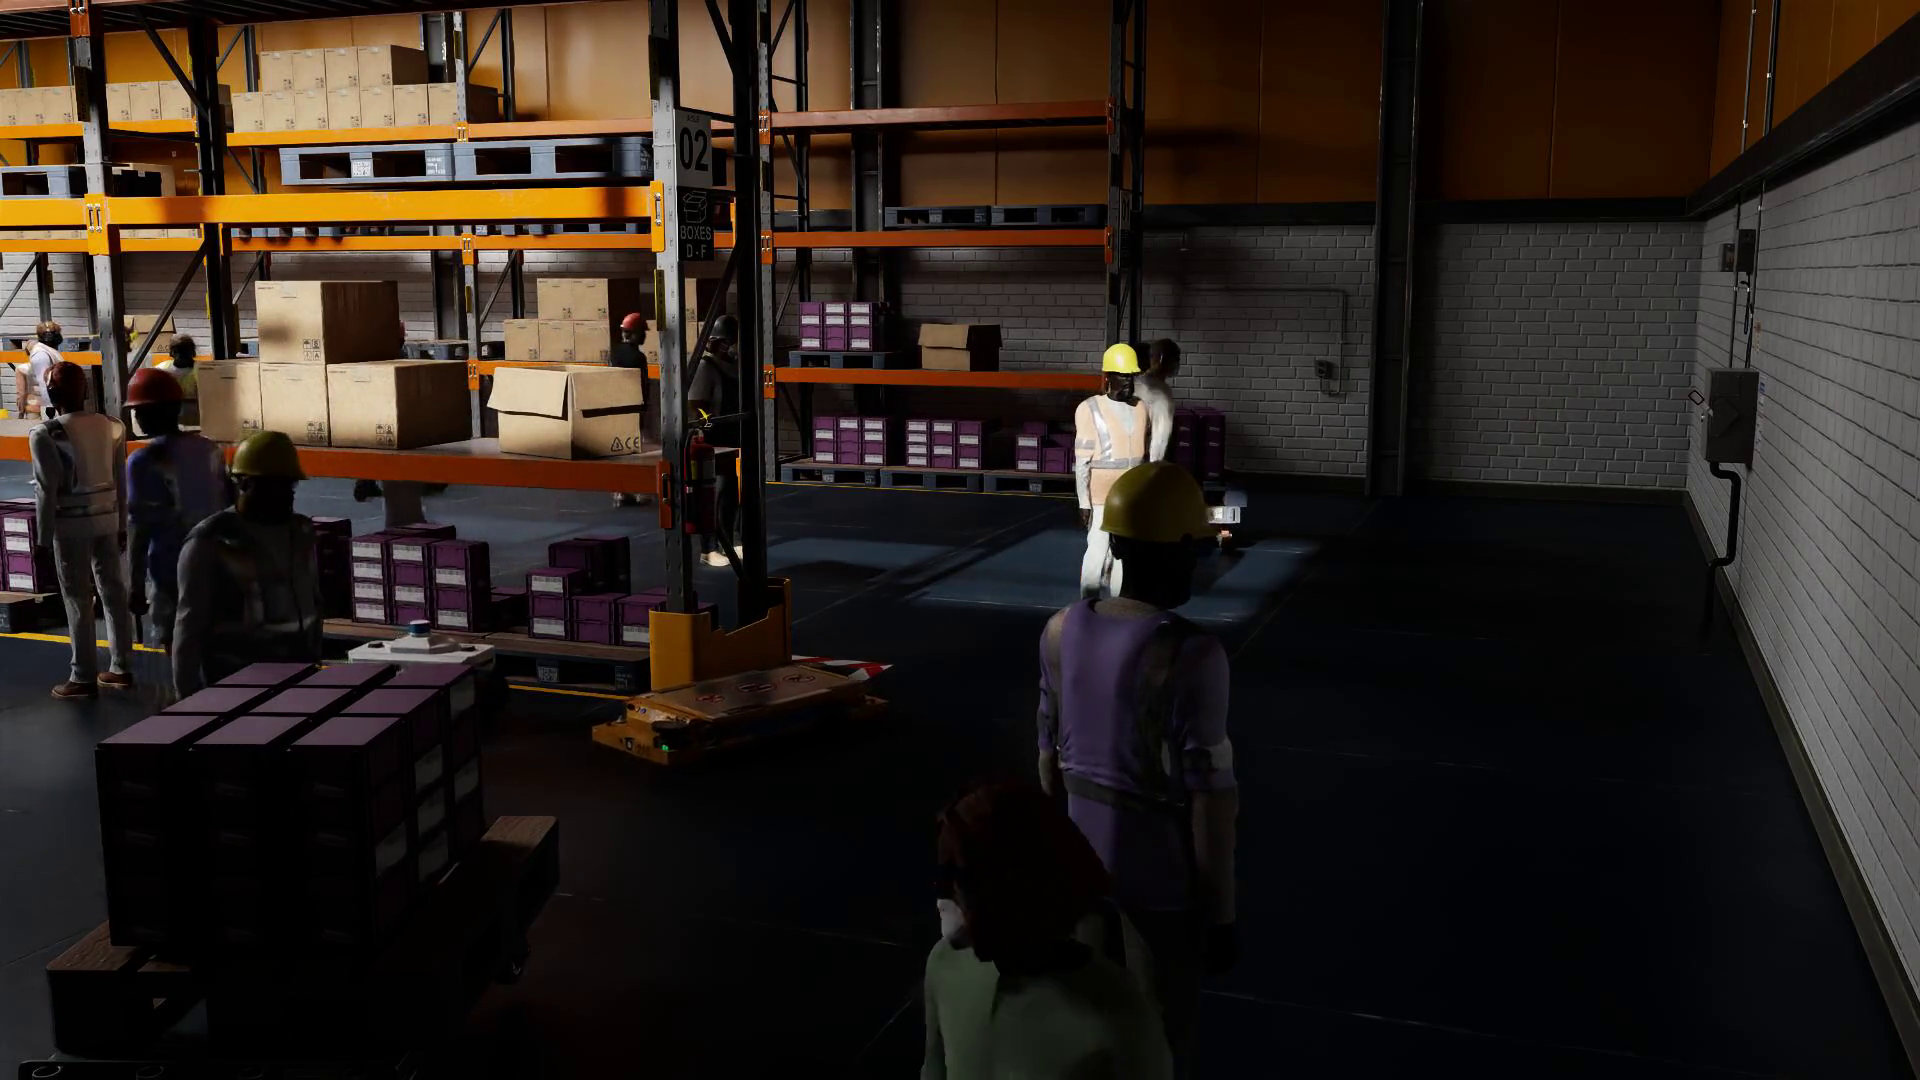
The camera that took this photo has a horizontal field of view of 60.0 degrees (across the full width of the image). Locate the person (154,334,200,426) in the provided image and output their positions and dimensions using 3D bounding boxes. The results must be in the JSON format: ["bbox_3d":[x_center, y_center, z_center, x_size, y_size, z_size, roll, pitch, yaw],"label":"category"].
[{"bbox_3d":[-7.022,-0.952,15.096,0.657,1.833,0.447,-1,9,-4],"label":"person"}]

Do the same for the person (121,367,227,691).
[{"bbox_3d":[-3.780,0.129,8.016,0.420,1.917,0.557,3,10,18],"label":"person"}]

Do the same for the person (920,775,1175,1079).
[{"bbox_3d":[0.103,1.156,2.534,0.311,1.615,0.578,-8,12,-41],"label":"person"}]

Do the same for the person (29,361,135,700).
[{"bbox_3d":[-4.888,-0.051,9.265,0.356,1.887,0.573,4,10,23],"label":"person"}]

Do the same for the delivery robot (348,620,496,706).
[{"bbox_3d":[-2.804,0.660,8.669,0.707,0.478,0.477,2,9,10],"label":"delivery robot"}]

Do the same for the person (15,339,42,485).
[{"bbox_3d":[-10.337,-1.435,18.727,0.310,1.638,0.523,7,11,38],"label":"person"}]

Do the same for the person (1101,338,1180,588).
[{"bbox_3d":[1.348,-0.538,12.270,0.587,1.902,0.686,4,10,23],"label":"person"}]

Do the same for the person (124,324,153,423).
[{"bbox_3d":[-9.409,-1.569,19.015,0.580,1.823,0.901,-3,10,-19],"label":"person"}]

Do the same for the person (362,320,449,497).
[{"bbox_3d":[-5.939,-1.387,17.639,0.957,1.891,0.568,-3,10,-20],"label":"person"}]

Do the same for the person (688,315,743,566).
[{"bbox_3d":[-1.880,-0.819,13.602,0.535,2.000,0.685,5,10,28],"label":"person"}]

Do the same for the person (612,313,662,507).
[{"bbox_3d":[-3.264,-1.312,16.920,0.597,1.975,0.617,-8,12,-42],"label":"person"}]

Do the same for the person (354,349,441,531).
[{"bbox_3d":[-4.076,-0.470,11.859,1.040,1.887,0.647,3,10,18],"label":"person"}]

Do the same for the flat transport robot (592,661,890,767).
[{"bbox_3d":[-1.104,0.867,8.552,0.652,0.197,1.431,9,13,44],"label":"flat transport robot"}]

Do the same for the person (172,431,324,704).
[{"bbox_3d":[-2.719,0.474,6.301,0.856,1.794,0.593,3,9,16],"label":"person"}]

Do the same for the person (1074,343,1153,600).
[{"bbox_3d":[0.996,-0.279,10.559,0.585,1.929,0.370,-5,11,-31],"label":"person"}]

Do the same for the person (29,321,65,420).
[{"bbox_3d":[-10.209,-1.539,18.751,0.429,1.840,0.636,-3,10,-20],"label":"person"}]

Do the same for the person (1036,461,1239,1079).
[{"bbox_3d":[0.434,0.774,3.948,0.373,1.928,0.584,-7,12,-38],"label":"person"}]

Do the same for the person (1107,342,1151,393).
[{"bbox_3d":[1.374,-0.612,12.922,0.429,1.842,0.636,-3,10,-18],"label":"person"}]
